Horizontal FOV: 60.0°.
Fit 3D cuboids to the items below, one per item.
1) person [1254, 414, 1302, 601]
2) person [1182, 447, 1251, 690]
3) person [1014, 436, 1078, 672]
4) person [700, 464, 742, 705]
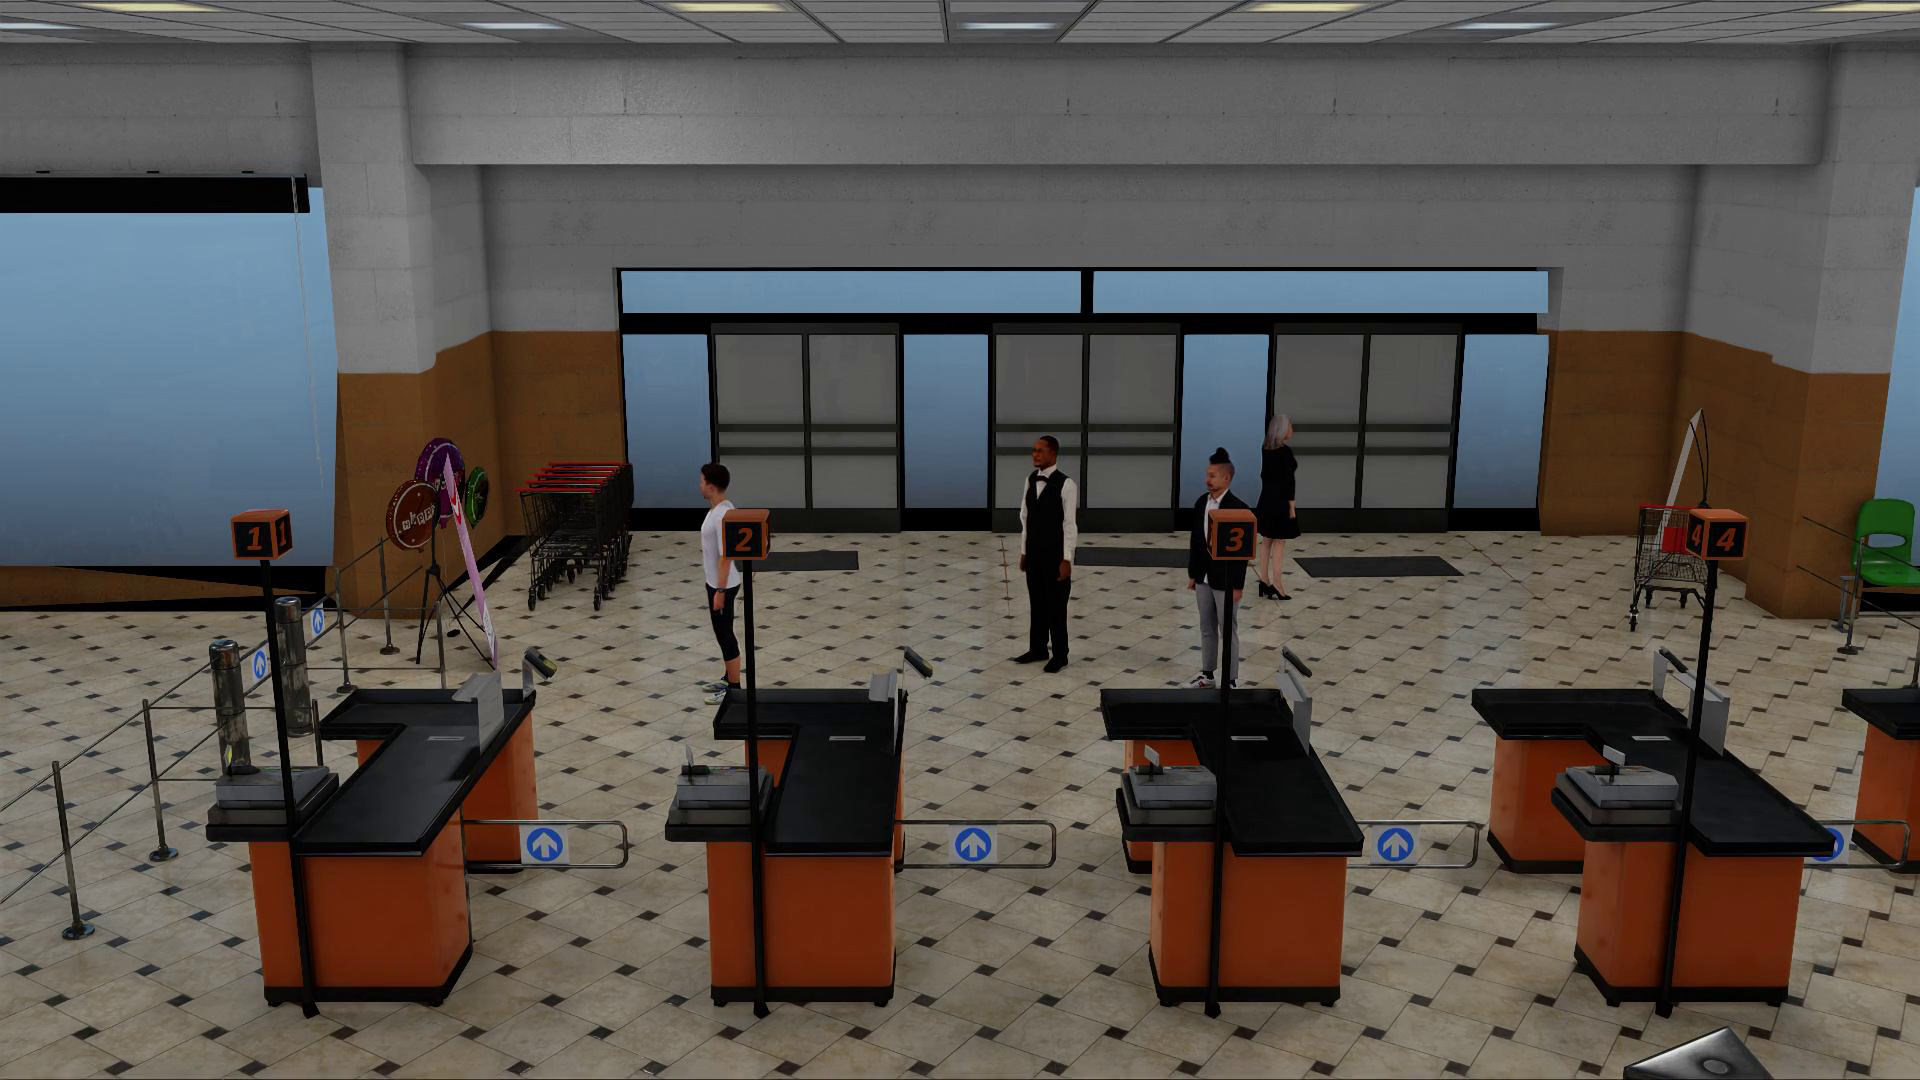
[{"bbox_3d":[2.970,-0.316,15.543,0.753,1.746,0.645,-7,15,-25],"label":"person"},{"bbox_3d":[1.995,0.249,12.763,0.857,1.958,0.757,-10,17,-36],"label":"person"},{"bbox_3d":[0.719,0.096,13.481,0.770,1.917,0.828,13,19,43],"label":"person"},{"bbox_3d":[-1.816,0.322,12.691,0.772,1.849,0.549,-3,14,-10],"label":"person"}]
